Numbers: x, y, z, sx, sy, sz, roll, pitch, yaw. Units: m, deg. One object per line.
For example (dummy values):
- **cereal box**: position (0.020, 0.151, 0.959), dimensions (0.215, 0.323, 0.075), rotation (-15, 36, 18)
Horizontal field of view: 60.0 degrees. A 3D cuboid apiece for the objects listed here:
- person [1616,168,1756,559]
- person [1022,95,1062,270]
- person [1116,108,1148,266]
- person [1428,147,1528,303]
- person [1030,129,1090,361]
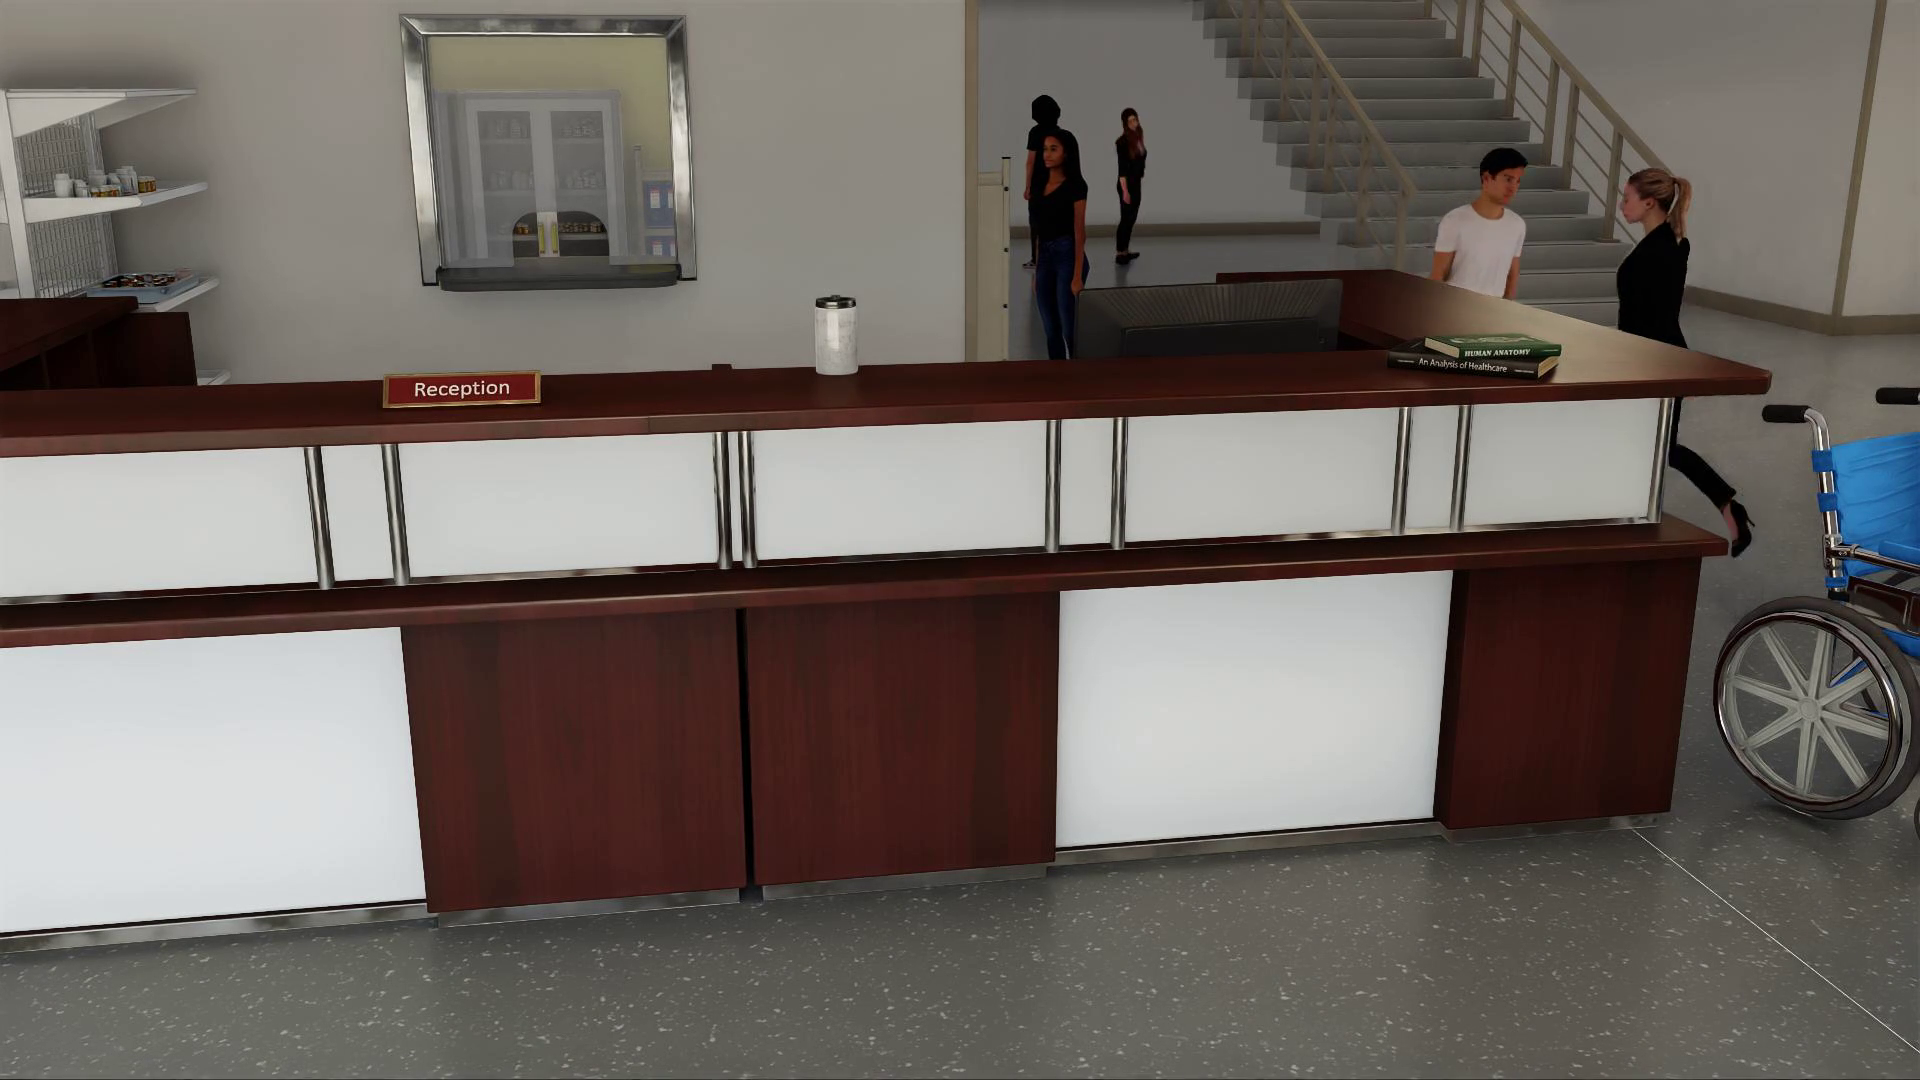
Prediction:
- **person**: position (2.945, -0.659, 6.863), dimensions (0.970, 1.675, 1.090), rotation (-13, 21, -39)
- **person**: position (0.914, -3.846, 17.870), dimensions (0.707, 1.824, 0.687), rotation (-11, 19, -34)
- **person**: position (1.840, -3.866, 18.234), dimensions (0.936, 1.677, 0.852), rotation (6, 17, 20)
- **person**: position (2.500, -1.101, 8.342), dimensions (0.686, 1.693, 0.845), rotation (-2, 16, -6)
- **person**: position (0.625, -1.638, 10.230), dimensions (0.720, 1.732, 0.631), rotation (-12, 20, -37)
